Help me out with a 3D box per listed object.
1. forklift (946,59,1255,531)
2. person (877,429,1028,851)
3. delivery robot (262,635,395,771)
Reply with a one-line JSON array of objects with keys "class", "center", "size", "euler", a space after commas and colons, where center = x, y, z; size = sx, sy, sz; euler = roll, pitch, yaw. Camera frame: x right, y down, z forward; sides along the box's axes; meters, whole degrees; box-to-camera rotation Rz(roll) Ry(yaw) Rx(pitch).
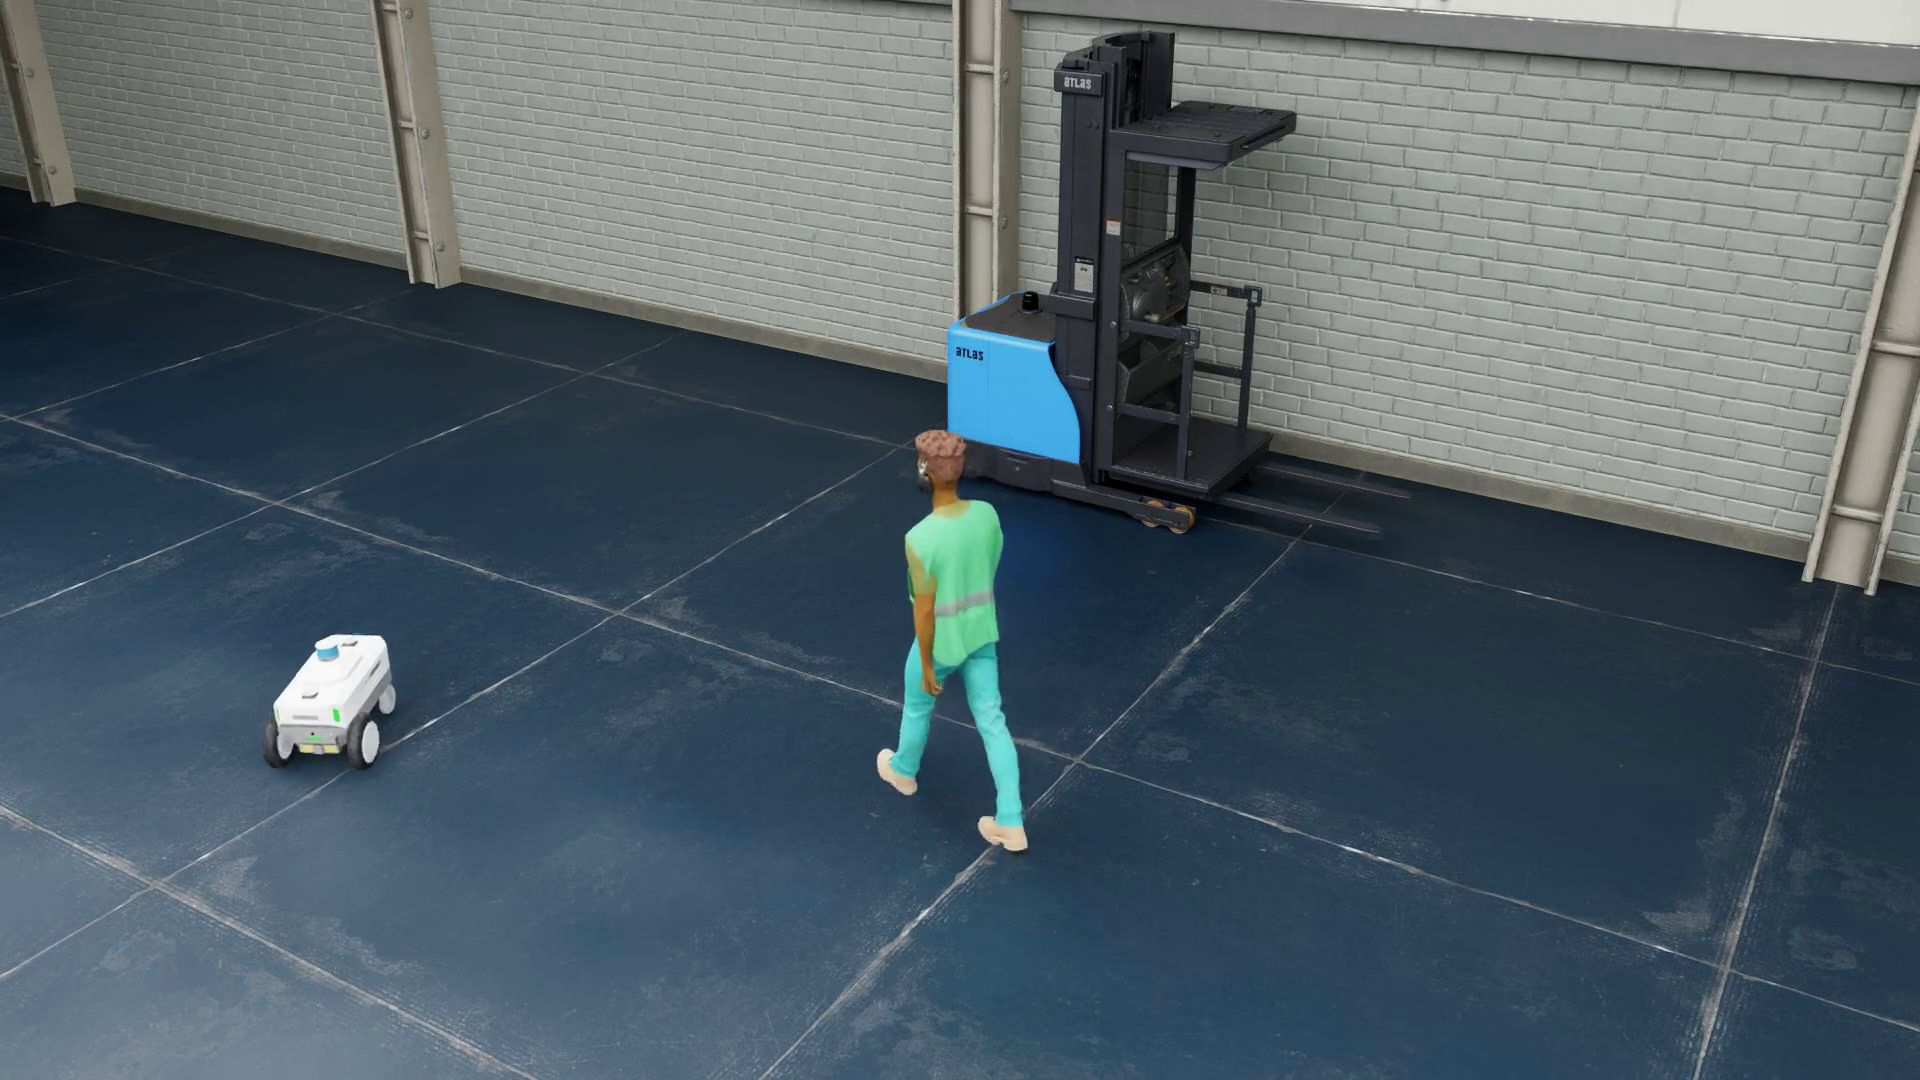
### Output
[{"class": "forklift", "center": [0.933, -1.707, 10.833], "size": [1.873, 2.768, 1.129], "euler": [15, 29, 28]}, {"class": "person", "center": [-0.029, 0.430, 7.413], "size": [0.482, 1.930, 1.024], "euler": [-16, 29, -30]}, {"class": "delivery robot", "center": [-3.109, 0.780, 8.262], "size": [0.499, 0.585, 0.765], "euler": [1, 25, 2]}]
